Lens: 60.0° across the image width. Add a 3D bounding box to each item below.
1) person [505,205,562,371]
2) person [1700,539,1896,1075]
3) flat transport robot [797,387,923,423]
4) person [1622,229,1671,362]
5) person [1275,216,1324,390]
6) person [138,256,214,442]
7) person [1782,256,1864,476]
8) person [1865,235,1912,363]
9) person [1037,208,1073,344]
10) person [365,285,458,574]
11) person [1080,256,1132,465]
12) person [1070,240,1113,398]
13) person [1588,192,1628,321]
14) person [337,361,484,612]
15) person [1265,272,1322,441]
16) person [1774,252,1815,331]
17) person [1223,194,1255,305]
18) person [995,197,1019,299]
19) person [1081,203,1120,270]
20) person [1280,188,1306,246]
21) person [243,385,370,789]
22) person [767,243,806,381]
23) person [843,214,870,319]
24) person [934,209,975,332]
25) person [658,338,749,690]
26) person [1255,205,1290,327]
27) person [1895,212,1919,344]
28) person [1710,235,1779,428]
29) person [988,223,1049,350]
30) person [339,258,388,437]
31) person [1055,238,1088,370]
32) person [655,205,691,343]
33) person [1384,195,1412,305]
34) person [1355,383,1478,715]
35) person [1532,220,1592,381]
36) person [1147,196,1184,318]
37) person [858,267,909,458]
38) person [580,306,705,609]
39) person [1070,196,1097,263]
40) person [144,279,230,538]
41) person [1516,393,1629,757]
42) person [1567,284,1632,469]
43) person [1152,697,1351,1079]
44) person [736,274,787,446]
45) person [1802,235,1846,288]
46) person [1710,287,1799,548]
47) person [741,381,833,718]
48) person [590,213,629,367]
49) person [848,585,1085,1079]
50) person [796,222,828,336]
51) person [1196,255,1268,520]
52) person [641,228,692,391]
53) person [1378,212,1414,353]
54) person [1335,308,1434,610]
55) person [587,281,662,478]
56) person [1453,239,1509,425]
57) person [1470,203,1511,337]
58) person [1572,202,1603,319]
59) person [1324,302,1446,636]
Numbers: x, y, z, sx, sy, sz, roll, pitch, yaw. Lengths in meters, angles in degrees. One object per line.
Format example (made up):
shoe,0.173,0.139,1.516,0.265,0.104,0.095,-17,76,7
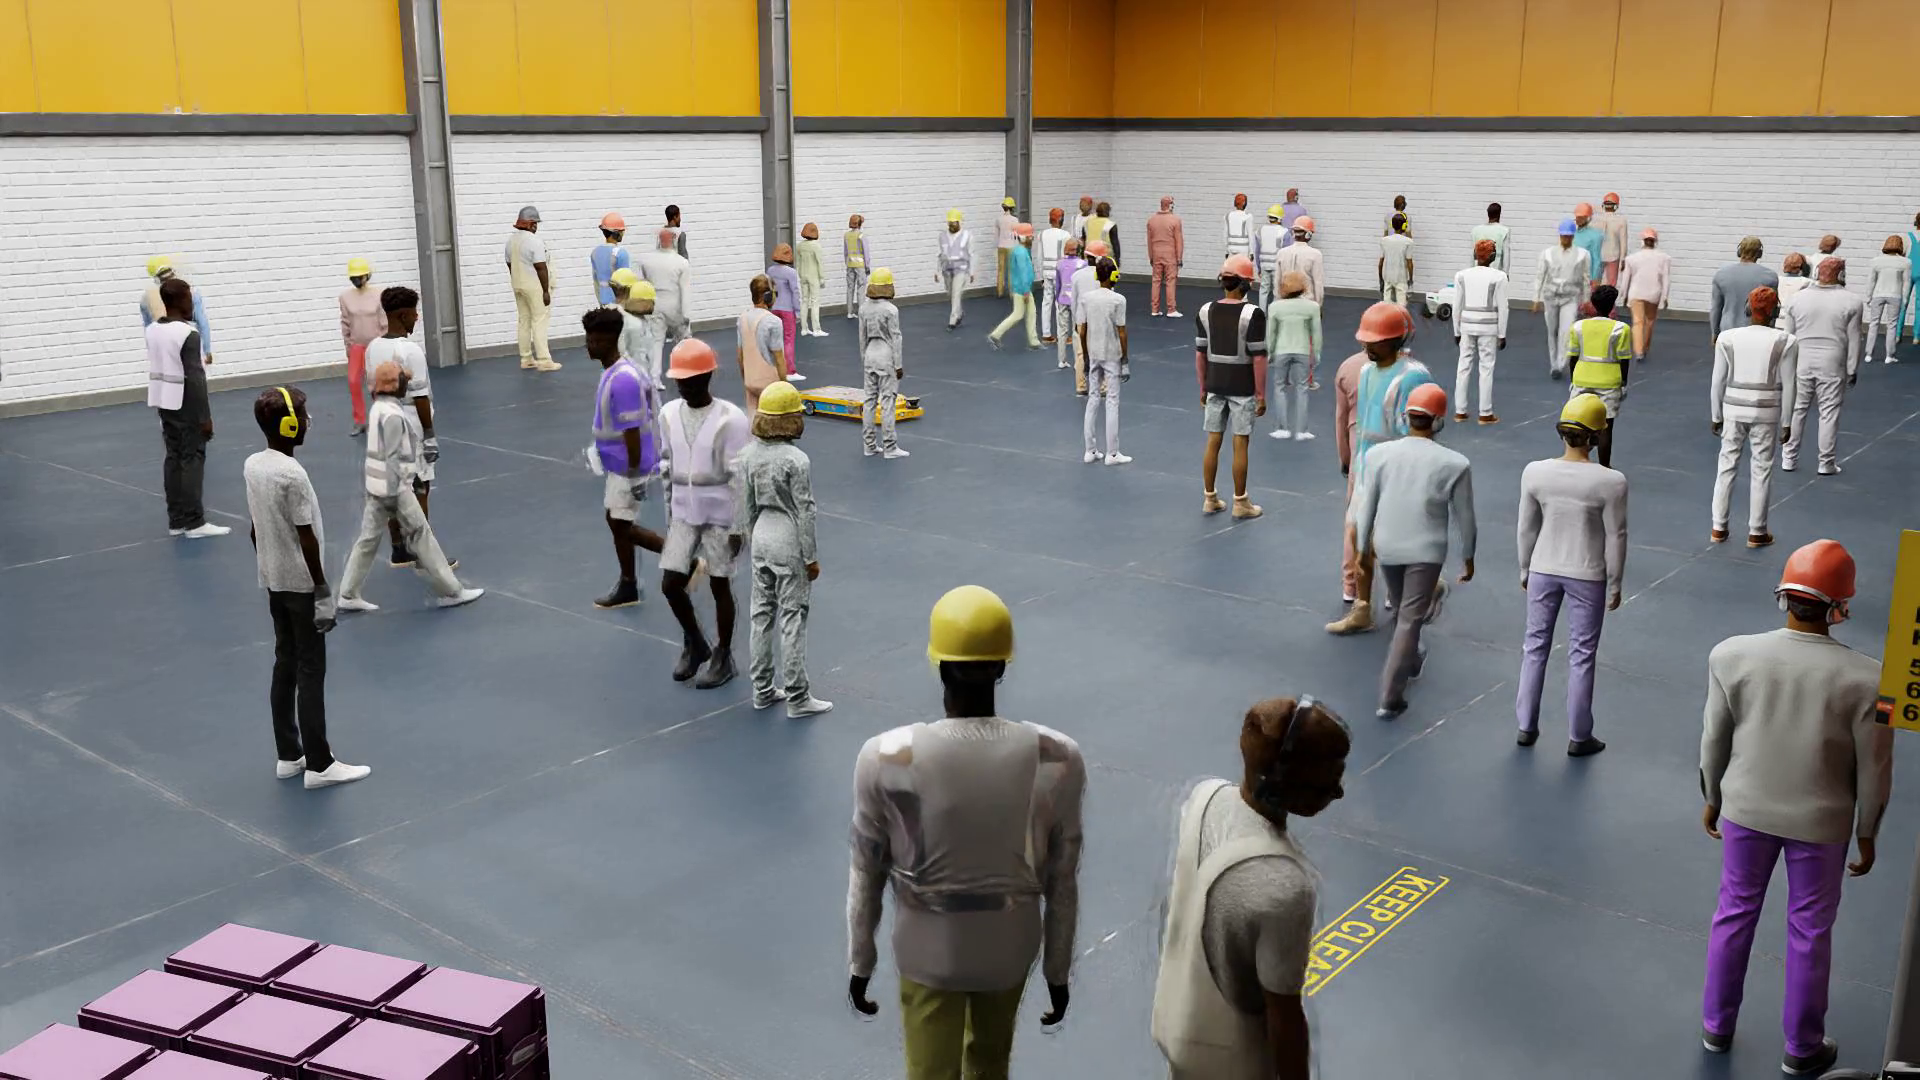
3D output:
person,-5.295,-3.140,20.723,0.683,2.000,0.538,11,18,38
person,2.666,0.854,5.341,0.560,1.752,0.324,11,18,38
flat transport robot,-1.141,-1.441,17.521,1.431,0.197,0.652,11,18,38
person,8.891,-3.175,21.576,0.569,1.698,0.933,5,15,18
person,3.904,-2.715,19.121,0.610,1.993,0.380,11,18,38
person,-7.507,-1.813,15.962,0.636,1.788,0.445,1,14,4
person,7.508,-1.518,14.517,0.642,1.907,0.410,11,18,38
person,11.894,-3.086,21.334,0.498,1.633,0.289,11,18,38
person,1.338,-3.662,23.131,0.575,1.882,0.355,11,18,38
person,-3.756,-0.746,11.309,0.604,1.965,0.367,11,18,38
person,1.316,-1.606,14.962,0.509,1.861,0.328,11,18,38
person,1.499,-2.460,18.585,0.560,1.752,0.324,11,18,38
person,9.939,-4.328,25.564,0.610,1.993,0.380,11,18,38
person,-3.530,-0.325,10.397,0.866,1.584,0.516,-9,16,-31
person,3.230,-1.779,16.149,0.548,1.614,0.389,2,14,8
person,9.116,-2.335,18.320,0.512,1.641,0.307,11,18,38
person,4.666,-4.830,27.794,0.575,1.885,0.355,11,18,38
person,0.844,-5.101,29.116,0.523,1.769,0.309,11,18,38
person,2.290,-4.510,26.720,0.633,1.782,0.993,11,18,38
person,5.882,-5.279,29.542,0.642,1.908,0.410,11,18,38
person,-3.039,0.220,7.651,0.509,1.868,0.328,11,18,38
person,-2.092,-2.721,19.871,0.498,1.633,0.285,11,18,38
person,-1.613,-4.271,26.061,0.512,1.637,0.307,11,18,38
person,-0.072,-4.048,24.849,0.603,1.799,0.880,5,15,20
person,-1.384,-0.124,8.924,0.542,1.922,0.420,5,15,19
person,4.732,-4.119,25.056,0.588,1.833,0.404,11,18,38
person,13.307,-3.650,23.155,0.508,1.846,0.345,11,18,38
person,7.809,-2.061,16.622,0.631,1.939,0.372,11,18,38
person,0.793,-3.413,22.480,0.757,1.727,0.569,2,14,9
person,-5.809,-1.882,16.293,0.539,1.744,0.613,0,14,-2
person,1.404,-2.934,20.718,0.512,1.637,0.307,11,18,38
person,-4.007,-3.716,23.270,0.593,1.920,0.391,11,18,38
person,7.396,-4.893,28.124,0.508,1.846,0.345,11,18,38
person,2.420,0.022,8.763,0.593,1.697,0.909,10,17,33
person,7.187,-2.868,19.916,0.643,1.893,1.011,7,16,26
person,3.276,-4.490,26.388,0.642,1.908,0.410,11,18,38
person,-0.710,-1.623,15.265,0.486,1.744,0.294,11,18,38
person,-2.002,-0.494,10.355,0.626,1.947,0.598,-4,15,-15
person,2.131,-4.800,27.745,0.578,1.856,0.841,11,18,37
person,-5.766,-0.963,12.317,0.628,1.907,0.385,9,17,32
person,2.948,0.172,8.047,0.523,1.769,0.309,11,18,38
person,5.426,-1.322,14.153,0.533,1.698,0.318,11,18,38
person,0.615,1.213,3.815,0.401,1.814,0.631,-5,15,-19
person,-1.574,-1.223,13.463,0.508,1.845,0.345,11,18,38
person,11.343,-3.206,21.907,0.865,1.589,0.514,-13,19,-42
person,5.725,-0.885,12.030,0.575,1.885,0.355,11,18,38
person,-0.910,0.049,8.581,0.486,1.744,0.294,11,18,38
person,-3.885,-2.662,18.805,0.608,2.044,0.371,11,18,38
person,0.019,1.058,4.249,0.598,1.897,0.878,-2,14,-8
person,-2.147,-3.762,24.034,0.498,1.633,0.285,11,18,38
person,2.110,-1.177,12.877,0.608,2.042,0.375,11,18,38
person,-3.359,-2.673,19.259,0.644,1.843,1.037,3,14,12
person,5.833,-3.430,22.225,0.509,1.872,0.328,11,18,38
person,2.678,-0.508,10.480,0.642,1.907,0.410,11,18,38
person,-2.813,-1.361,14.271,0.736,1.711,0.492,0,14,0
person,5.301,-2.119,16.963,0.575,1.882,0.355,11,18,38
person,7.586,-3.858,23.837,0.593,1.920,0.391,11,18,38
person,8.572,-3.644,22.855,0.663,1.980,0.612,-7,16,-27
person,2.540,-0.402,9.831,0.599,2.018,0.636,-5,15,-18
